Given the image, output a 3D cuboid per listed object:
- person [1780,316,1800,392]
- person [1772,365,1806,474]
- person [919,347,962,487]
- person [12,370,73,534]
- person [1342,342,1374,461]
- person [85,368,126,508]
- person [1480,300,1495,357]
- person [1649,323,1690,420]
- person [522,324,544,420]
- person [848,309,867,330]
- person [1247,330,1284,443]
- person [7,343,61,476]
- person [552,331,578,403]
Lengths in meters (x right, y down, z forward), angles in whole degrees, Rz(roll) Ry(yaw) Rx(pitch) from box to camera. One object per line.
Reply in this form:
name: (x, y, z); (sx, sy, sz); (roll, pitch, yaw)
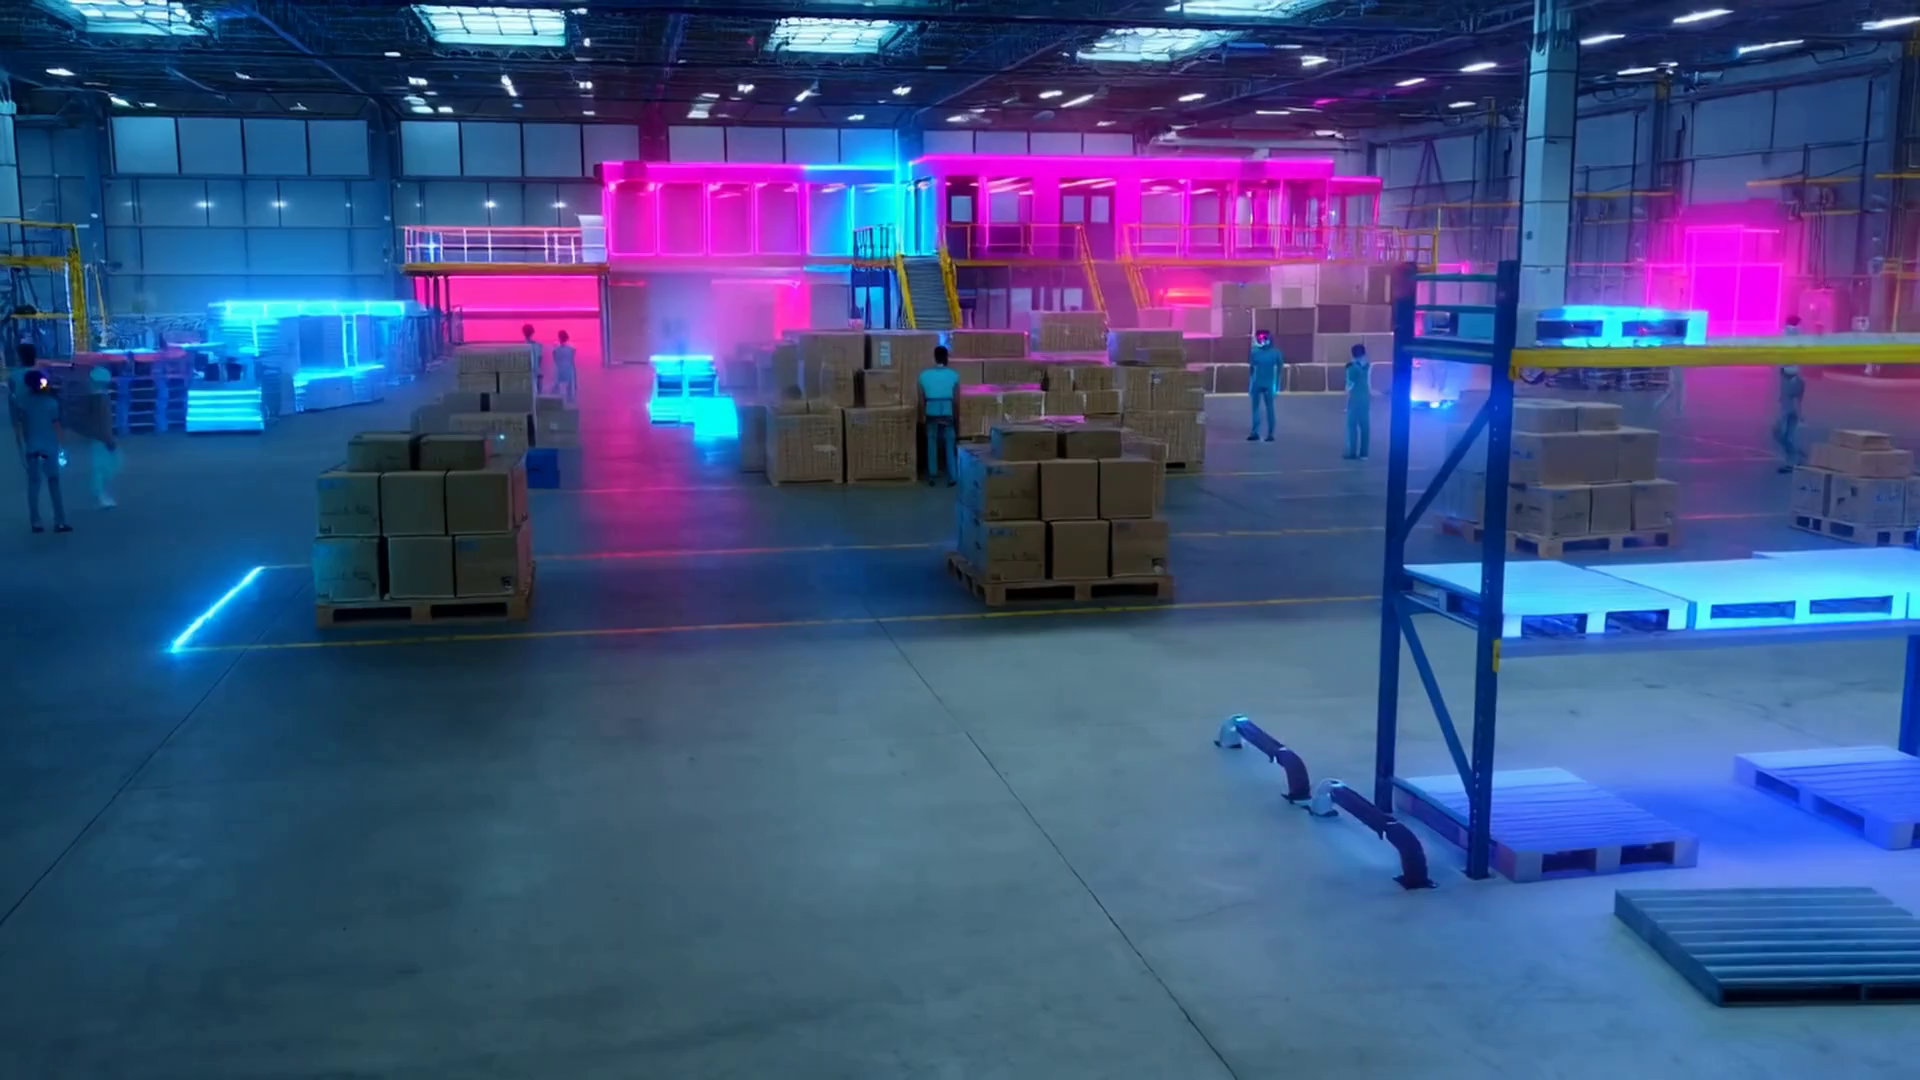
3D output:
person: (19.942, -4.447, 39.902); (0.430, 1.841, 0.624); (1, 9, 7)
person: (12.107, -1.819, 24.217); (0.426, 1.733, 0.497); (-2, 10, -12)
person: (-0.264, -1.677, 22.772); (0.597, 1.916, 0.370); (2, 10, 12)
person: (-10.354, -0.989, 18.746); (0.514, 1.865, 0.329); (-2, 9, -11)
person: (6.180, -2.143, 25.849); (0.506, 1.841, 0.345); (-4, 10, -21)
person: (-10.697, -1.263, 20.768); (0.531, 1.754, 0.385); (5, 11, 28)
person: (16.972, -6.752, 53.535); (0.628, 1.972, 0.678); (-5, 11, -30)
person: (14.093, -3.342, 32.906); (0.717, 1.927, 0.614); (5, 11, 29)
person: (-8.480, -3.325, 32.923); (0.559, 1.894, 0.985); (-5, 11, -29)
person: (-2.905, -5.648, 47.258); (0.577, 1.832, 0.972); (-2, 9, -10)
person: (5.246, -2.640, 28.596); (0.628, 1.934, 0.375); (8, 12, 39)
person: (-13.182, -1.824, 23.614); (0.616, 1.940, 0.822); (-1, 9, -6)
person: (-7.121, -2.827, 29.963); (0.327, 1.862, 0.519); (8, 13, 42)
